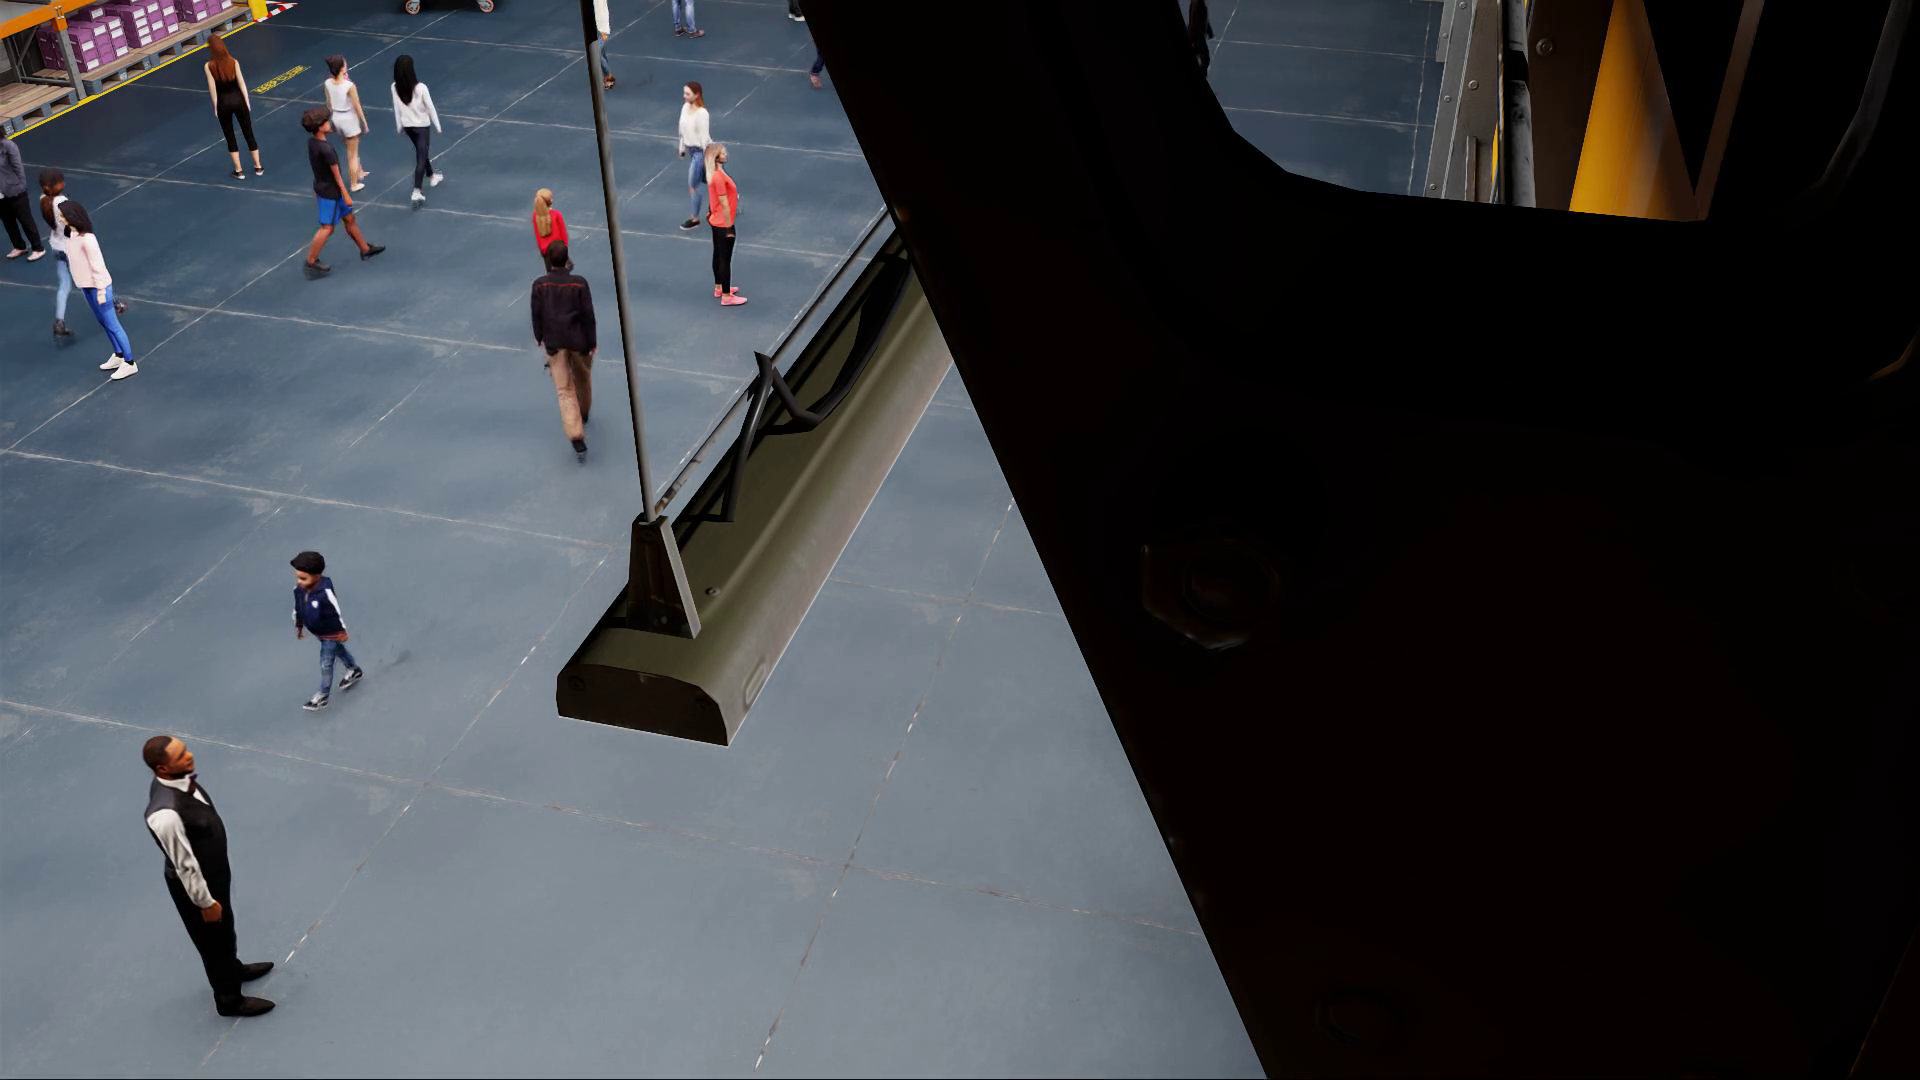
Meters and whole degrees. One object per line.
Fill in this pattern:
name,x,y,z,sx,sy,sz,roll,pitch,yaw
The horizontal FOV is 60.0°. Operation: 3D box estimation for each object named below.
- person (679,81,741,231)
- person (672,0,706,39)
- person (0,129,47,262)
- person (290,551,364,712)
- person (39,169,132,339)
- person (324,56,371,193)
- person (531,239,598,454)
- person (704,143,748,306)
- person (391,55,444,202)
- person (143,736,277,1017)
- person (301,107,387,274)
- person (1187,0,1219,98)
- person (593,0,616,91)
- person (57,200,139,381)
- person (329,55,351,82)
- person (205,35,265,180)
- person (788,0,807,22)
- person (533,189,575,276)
person,-2.888,-4.379,18.836,1.135,1.663,1.038,-20,39,-28
person,-4.162,-8.464,24.808,0.711,1.854,0.649,20,39,28
person,-10.345,-3.817,18.052,0.674,1.595,0.672,5,34,8
person,-4.461,0.583,11.794,0.650,1.193,0.850,17,37,24
person,-8.867,-2.797,16.447,0.584,1.672,1.161,10,35,15
person,-7.308,-4.904,19.680,0.604,1.602,0.748,11,35,15
person,-3.441,-1.653,14.534,1.120,1.885,1.337,-9,35,-13
person,-2.467,-3.267,17.136,0.739,1.693,0.648,-12,35,-17
person,-6.382,-4.775,19.432,0.673,1.662,1.125,7,34,10
person,-4.229,1.851,9.233,0.844,1.918,0.730,-10,35,-14
person,-6.792,-3.679,17.699,1.240,1.755,1.067,-23,40,-31
person,3.128,-6.825,22.523,0.687,1.655,0.713,5,34,8
person,-4.868,-6.986,22.752,0.787,1.669,0.740,-21,39,-28
person,-8.164,-2.382,15.736,0.737,1.768,0.731,-27,42,-34
person,-7.979,-5.721,21.440,0.690,1.014,0.773,-15,37,-22
person,-8.791,-5.231,20.063,0.637,1.722,0.698,-18,38,-25
person,-2.532,-8.922,25.536,0.788,1.812,0.712,-15,37,-22
person,-4.194,-2.970,17.064,0.528,1.278,0.536,5,34,7
